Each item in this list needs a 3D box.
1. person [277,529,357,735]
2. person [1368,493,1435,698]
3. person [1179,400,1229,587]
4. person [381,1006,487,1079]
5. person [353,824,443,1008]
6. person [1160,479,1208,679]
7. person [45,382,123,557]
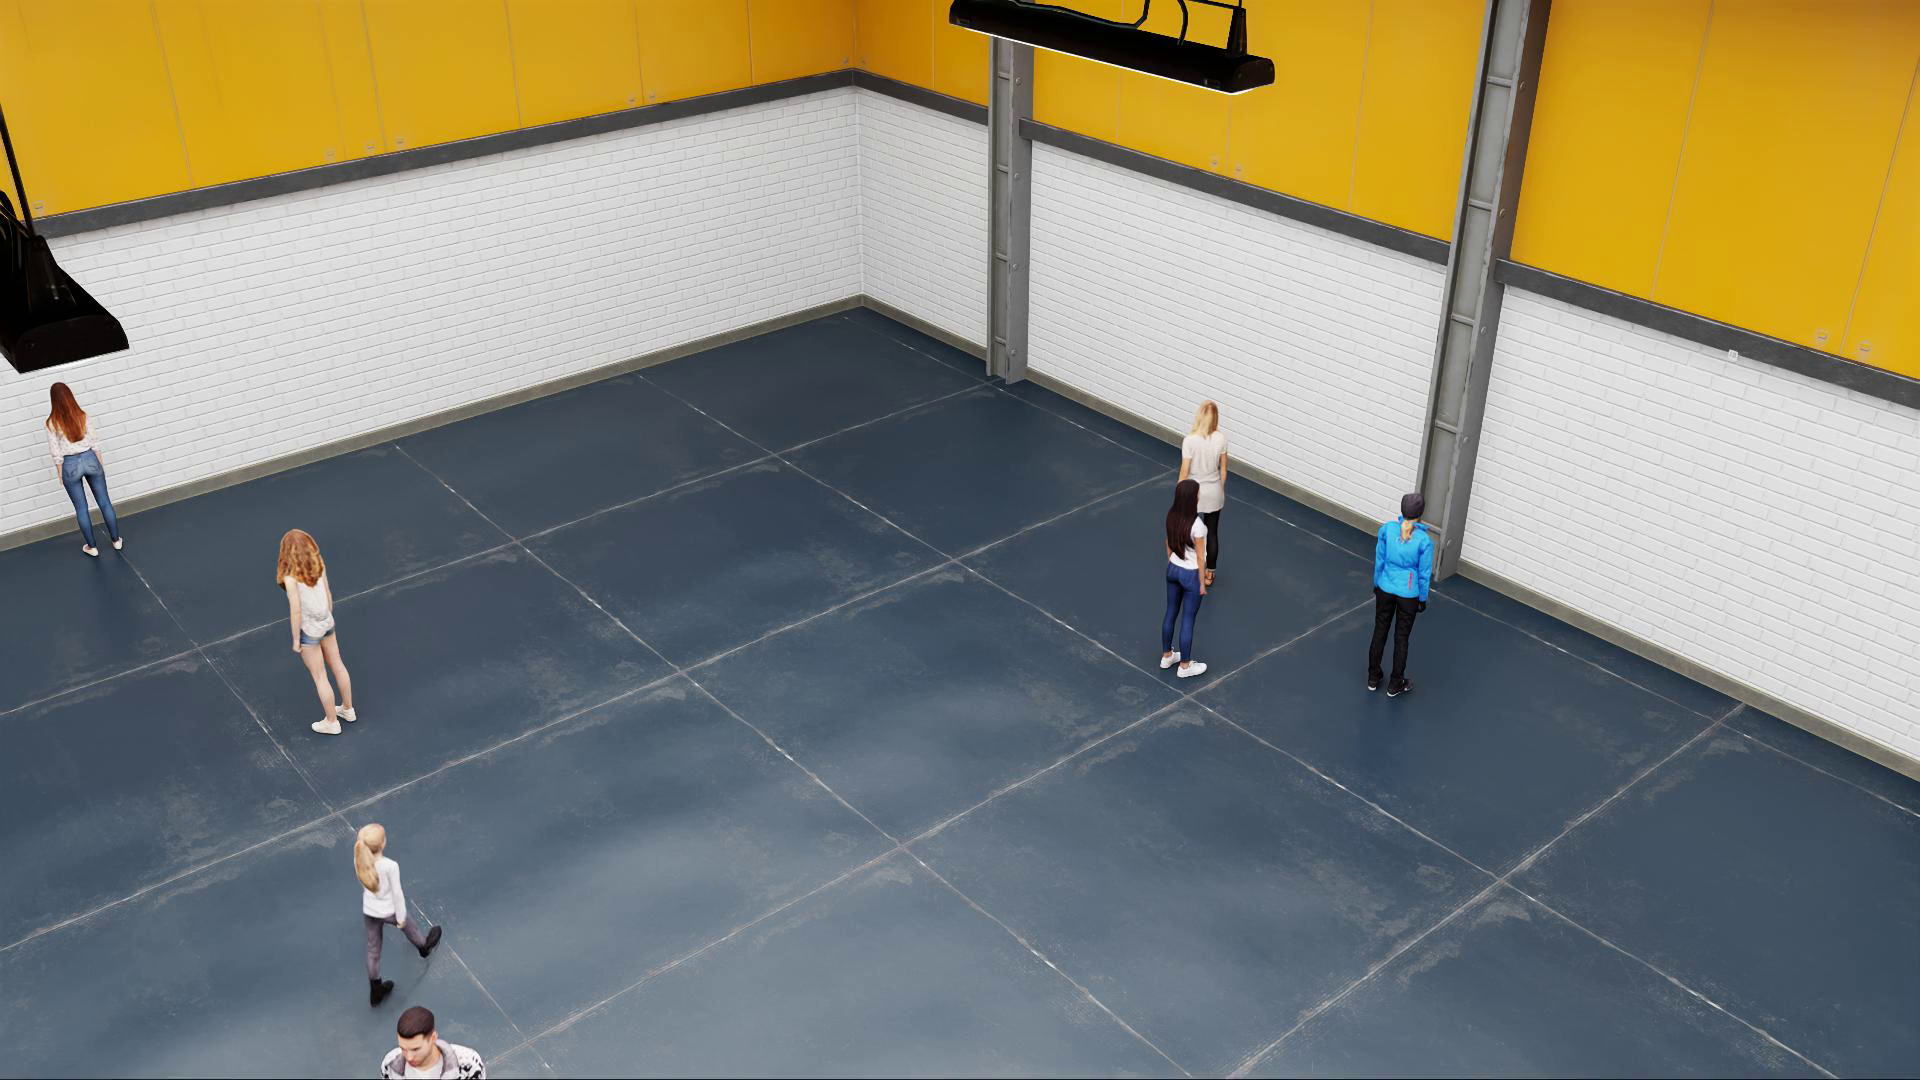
[{"bbox_3d":[-4.993,0.708,12.928,0.655,1.759,0.655,12,31,21],"label":"person"},{"bbox_3d":[3.531,0.429,13.400,0.526,1.797,0.717,21,35,33],"label":"person"},{"bbox_3d":[2.172,-0.402,14.893,0.684,1.826,0.688,-5,29,-9],"label":"person"},{"bbox_3d":[-2.627,3.073,8.489,0.757,1.860,0.790,0,29,0],"label":"person"},{"bbox_3d":[-3.651,2.370,10.419,0.891,1.245,0.887,7,29,12],"label":"person"},{"bbox_3d":[1.838,0.306,13.648,0.661,1.775,0.477,-18,34,-30],"label":"person"},{"bbox_3d":[-8.183,-0.670,15.487,0.572,1.729,0.498,-21,35,-33],"label":"person"}]
